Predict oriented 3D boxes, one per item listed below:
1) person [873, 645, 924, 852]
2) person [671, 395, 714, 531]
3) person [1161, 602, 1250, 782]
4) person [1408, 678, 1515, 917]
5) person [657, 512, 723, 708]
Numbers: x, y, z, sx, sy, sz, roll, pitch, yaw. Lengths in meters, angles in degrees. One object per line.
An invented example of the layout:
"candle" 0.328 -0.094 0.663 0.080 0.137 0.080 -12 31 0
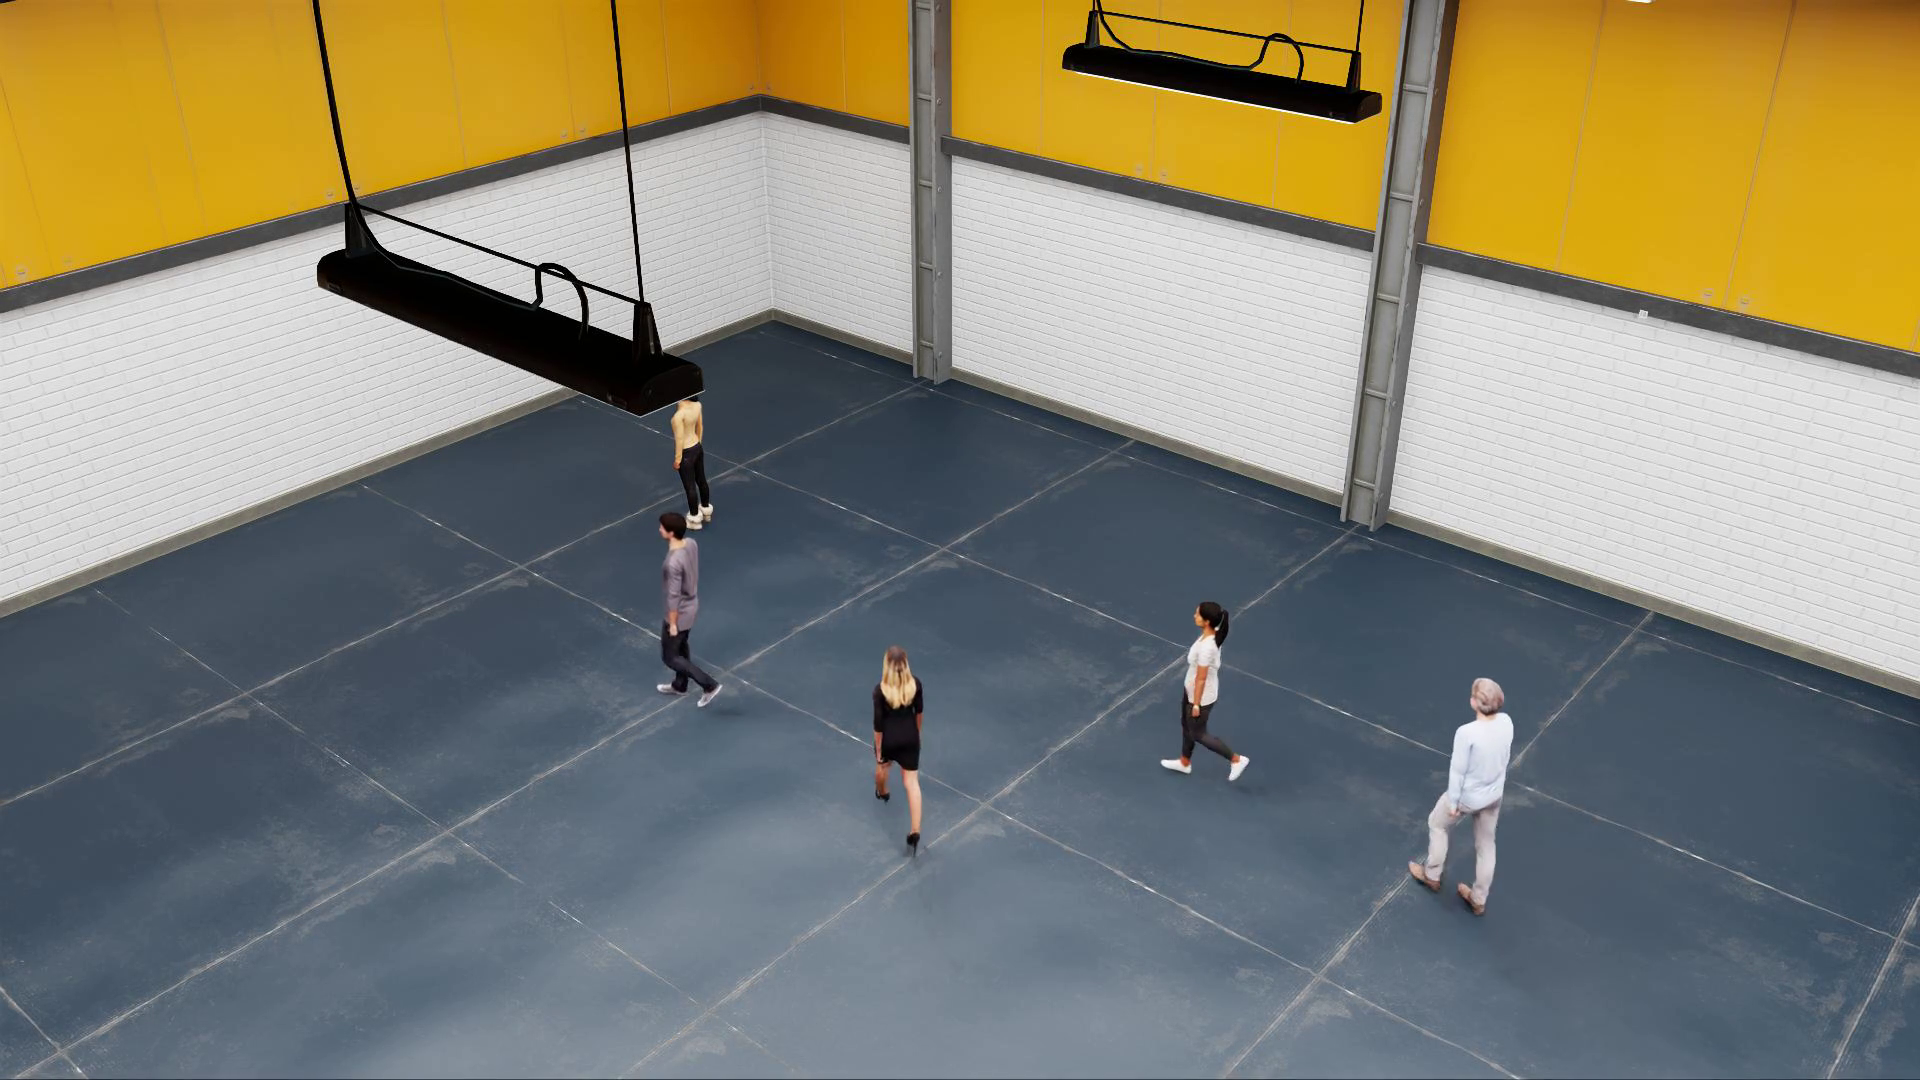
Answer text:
"person" -0.434 1.586 12.539 0.921 1.629 1.142 -10 30 -18
"person" -2.765 -0.899 17.062 0.622 1.659 0.644 14 32 25
"person" 1.994 1.233 13.185 1.023 1.628 0.812 8 30 15
"person" 3.713 1.864 11.779 0.913 1.867 1.007 -8 30 -15
"person" -2.318 0.601 14.125 1.048 1.838 0.929 6 29 11
